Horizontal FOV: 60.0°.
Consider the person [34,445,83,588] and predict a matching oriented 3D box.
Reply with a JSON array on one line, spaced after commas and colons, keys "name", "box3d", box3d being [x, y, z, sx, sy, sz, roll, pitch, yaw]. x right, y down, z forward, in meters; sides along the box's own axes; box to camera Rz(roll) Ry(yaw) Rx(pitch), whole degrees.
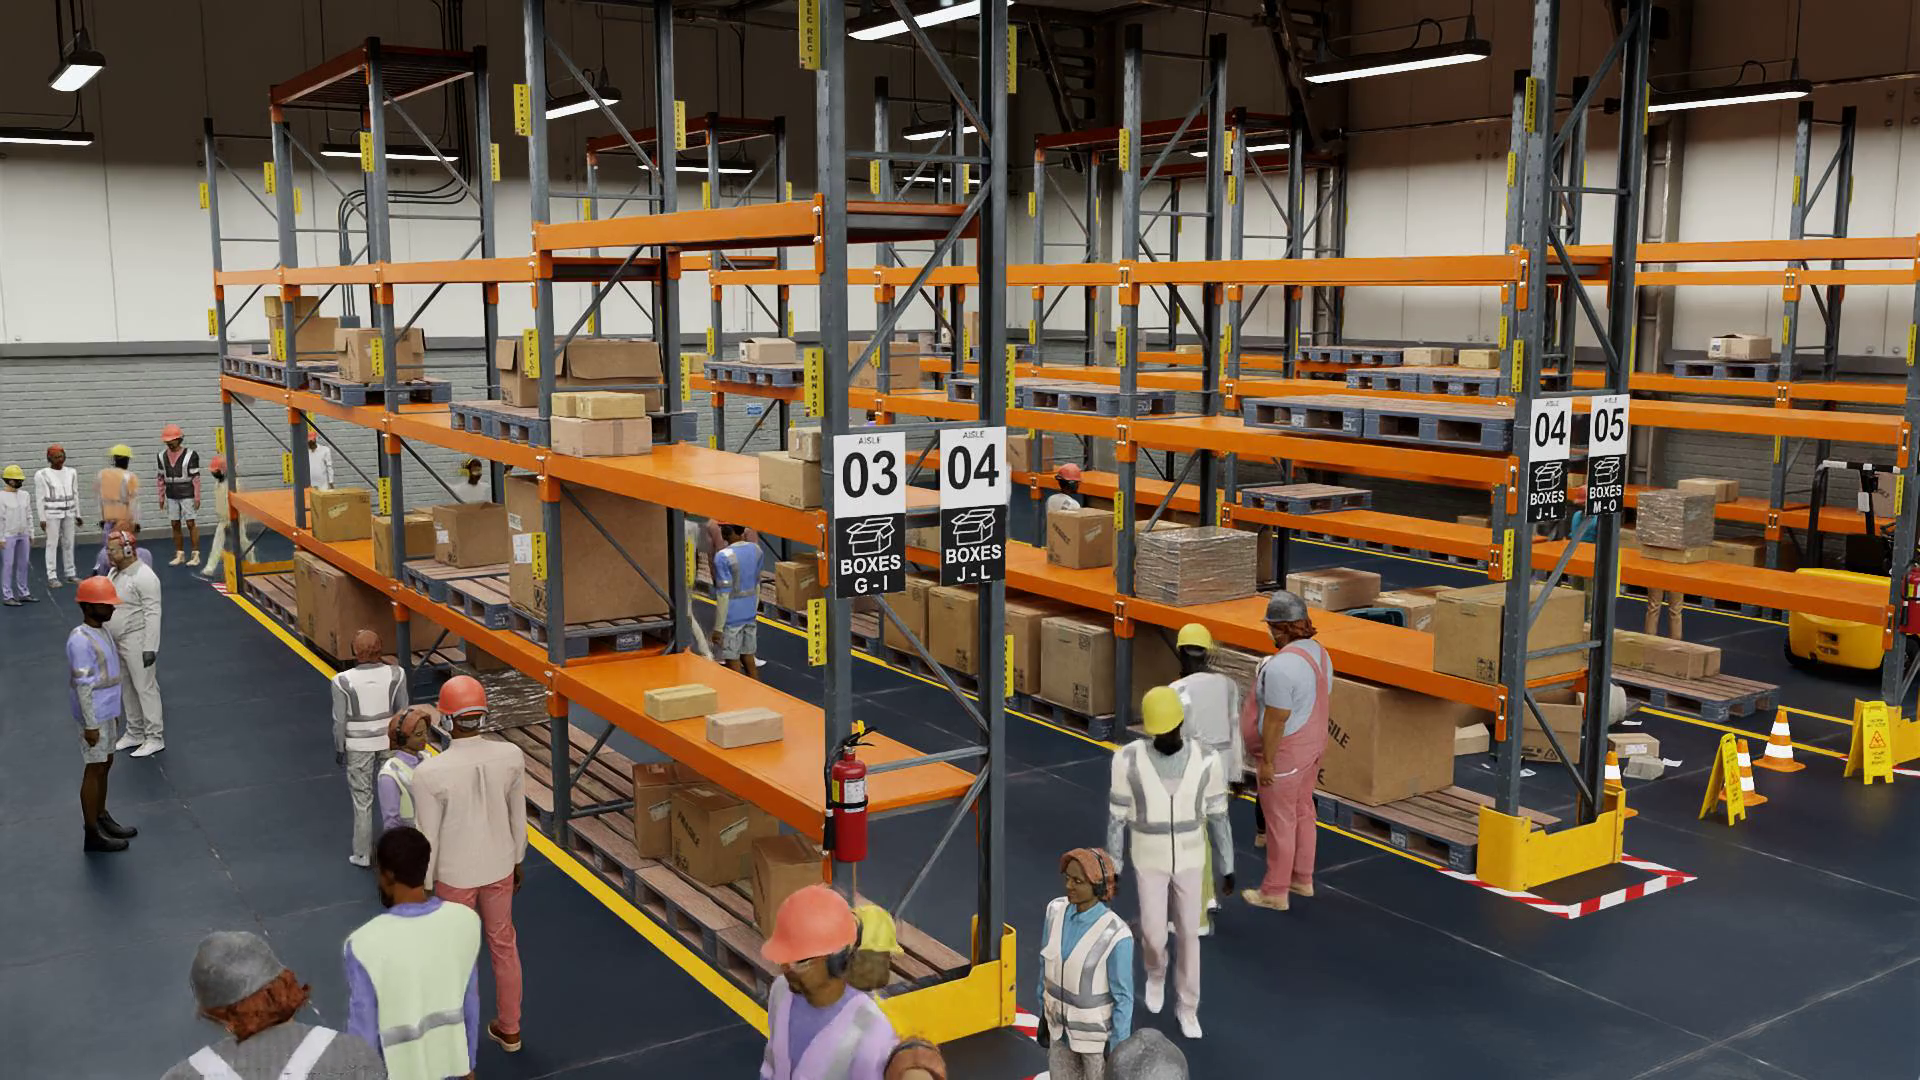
[{"name": "person", "box3d": [-11.917, -0.320, 22.010, 0.337, 1.882, 0.584, 4, 10, 27]}]

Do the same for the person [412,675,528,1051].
[{"name": "person", "box3d": [-2.474, 1.667, 8.417, 0.382, 1.994, 0.613, 8, 12, 43]}]

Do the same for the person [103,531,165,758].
[{"name": "person", "box3d": [-6.998, 0.871, 14.009, 0.654, 1.906, 0.406, 6, 10, 35]}]

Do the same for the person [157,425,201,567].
[{"name": "person", "box3d": [-11.063, -0.619, 23.542, 0.619, 2.029, 0.410, 1, 9, 5]}]

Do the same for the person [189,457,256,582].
[{"name": "person", "box3d": [-9.864, -0.269, 22.269, 0.577, 1.695, 0.907, 8, 12, 44]}]

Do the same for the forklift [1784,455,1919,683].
[{"name": "forklift", "box3d": [9.643, 0.253, 17.172, 2.313, 2.155, 1.214, -6, 10, -33]}]

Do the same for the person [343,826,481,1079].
[{"name": "person", "box3d": [-2.080, 2.033, 6.304, 0.529, 1.900, 0.661, 6, 10, 34]}]

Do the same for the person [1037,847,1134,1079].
[{"name": "person", "box3d": [0.516, 2.066, 6.922, 0.307, 1.645, 0.514, -7, 11, -40]}]

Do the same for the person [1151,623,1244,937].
[{"name": "person", "box3d": [1.422, 1.460, 10.153, 0.737, 1.885, 0.496, -6, 10, -34]}]

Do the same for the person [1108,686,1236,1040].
[{"name": "person", "box3d": [1.113, 1.669, 8.705, 0.690, 1.899, 0.483, -1, 9, -4]}]

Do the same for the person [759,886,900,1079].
[{"name": "person", "box3d": [-0.415, 2.095, 5.514, 0.758, 2.029, 0.623, -7, 11, -40]}]

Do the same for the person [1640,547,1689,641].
[{"name": "person", "box3d": [7.540, 0.385, 17.732, 0.570, 1.755, 0.320, 5, 10, 31]}]

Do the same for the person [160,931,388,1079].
[{"name": "person", "box3d": [-2.089, 2.134, 5.154, 0.719, 2.000, 0.573, -3, 9, -17]}]

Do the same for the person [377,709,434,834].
[{"name": "person", "box3d": [-3.022, 1.730, 9.172, 0.311, 1.639, 0.521, 1, 9, 8]}]

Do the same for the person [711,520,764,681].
[{"name": "person", "box3d": [-1.999, 0.690, 14.762, 0.371, 2.044, 0.608, 4, 10, 27]}]

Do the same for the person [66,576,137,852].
[{"name": "person", "box3d": [-6.015, 1.207, 11.672, 0.373, 1.933, 0.551, -2, 9, -13]}]

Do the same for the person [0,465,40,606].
[{"name": "person", "box3d": [-11.730, -0.056, 20.680, 0.336, 1.757, 0.518, 3, 9, 18]}]

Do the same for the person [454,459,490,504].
[{"name": "person", "box3d": [-5.993, -0.078, 20.561, 0.541, 1.841, 0.762, -8, 11, -42]}]

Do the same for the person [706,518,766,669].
[{"name": "person", "box3d": [-2.318, 0.380, 17.290, 0.642, 1.905, 0.399, 5, 10, 31]}]

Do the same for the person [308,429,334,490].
[{"name": "person", "box3d": [-10.320, -0.935, 26.593, 0.574, 1.737, 0.354, -3, 9, -20]}]

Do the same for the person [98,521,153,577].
[{"name": "person", "box3d": [-8.377, 0.604, 16.747, 0.507, 1.607, 0.681, -4, 9, -23]}]

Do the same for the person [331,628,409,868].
[{"name": "person", "box3d": [-3.989, 1.409, 11.306, 0.514, 1.641, 0.308, -6, 10, -33]}]

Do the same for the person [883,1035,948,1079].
[{"name": "person", "box3d": [-0.126, 2.329, 5.368, 0.529, 1.592, 0.890, -3, 9, -16]}]

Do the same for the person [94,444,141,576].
[{"name": "person", "box3d": [-11.045, -0.296, 21.804, 0.627, 1.895, 0.621, 1, 9, 10]}]

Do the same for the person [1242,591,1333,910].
[{"name": "person", "box3d": [2.065, 1.313, 10.619, 0.535, 2.000, 0.686, 6, 11, 37]}]

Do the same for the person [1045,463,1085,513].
[{"name": "person", "box3d": [1.168, 0.172, 18.262, 0.418, 2.034, 0.604, -4, 10, -27]}]

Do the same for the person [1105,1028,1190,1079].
[{"name": "person", "box3d": [0.465, 2.250, 4.377, 0.687, 2.000, 0.538, -1, 9, -4]}]
